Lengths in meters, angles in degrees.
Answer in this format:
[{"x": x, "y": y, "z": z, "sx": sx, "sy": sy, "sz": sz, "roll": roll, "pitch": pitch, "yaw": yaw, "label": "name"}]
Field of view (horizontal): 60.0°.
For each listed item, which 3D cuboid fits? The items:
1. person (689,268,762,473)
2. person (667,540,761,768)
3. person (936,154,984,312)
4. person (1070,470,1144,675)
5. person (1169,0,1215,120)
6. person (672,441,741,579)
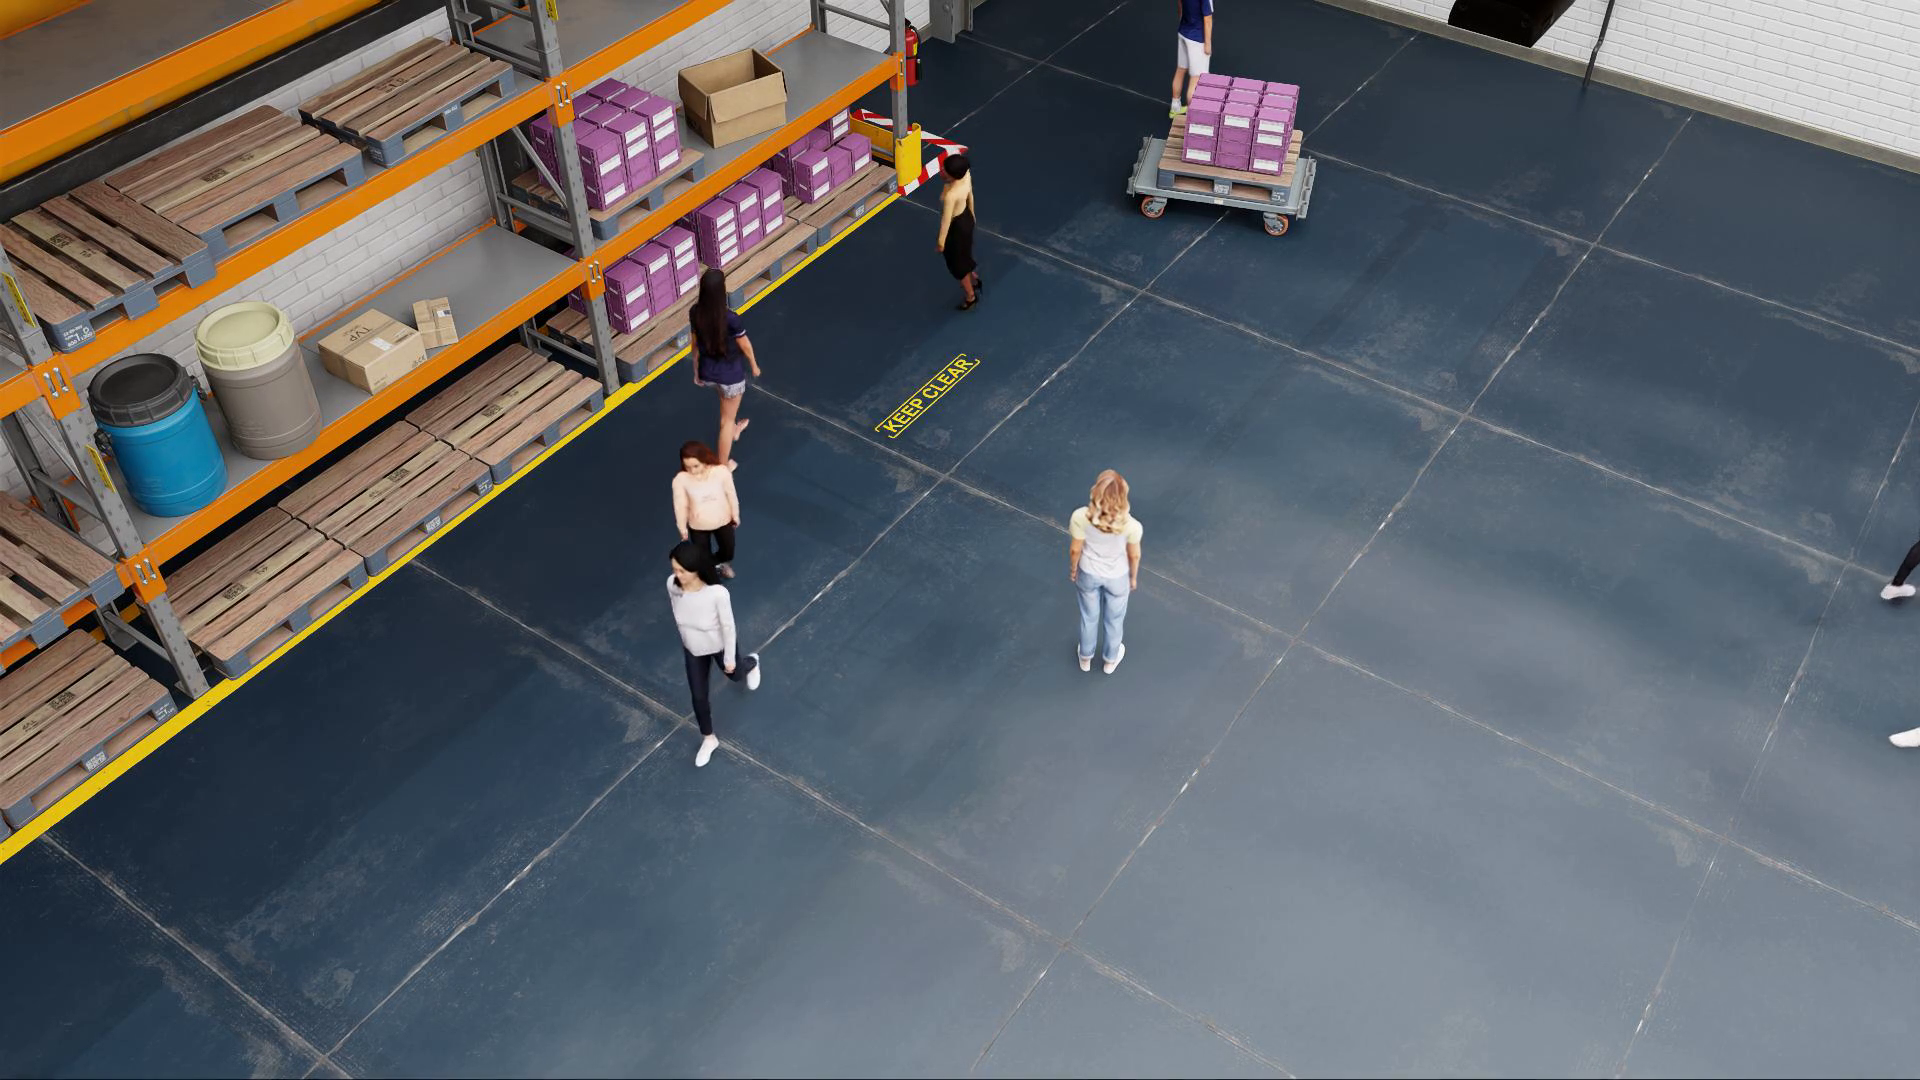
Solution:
[{"x": -1.795, "y": -1.164, "z": 12.288, "sx": 0.674, "sy": 1.742, "sz": 0.926, "roll": 19, "pitch": 47, "yaw": 19, "label": "person"}, {"x": -1.537, "y": 0.601, "z": 10.492, "sx": 0.862, "sy": 1.664, "sz": 1.177, "roll": 11, "pitch": 45, "yaw": 11, "label": "person"}, {"x": 0.016, "y": -2.559, "z": 13.845, "sx": 0.787, "sy": 1.613, "sz": 0.624, "roll": 22, "pitch": 48, "yaw": 21, "label": "person"}, {"x": 0.939, "y": 0.227, "z": 10.841, "sx": 0.702, "sy": 1.723, "sz": 0.691, "roll": 7, "pitch": 44, "yaw": 8, "label": "person"}, {"x": 2.273, "y": -4.899, "z": 16.138, "sx": 0.714, "sy": 1.838, "sz": 0.719, "roll": -19, "pitch": 47, "yaw": -19, "label": "person"}, {"x": -1.717, "y": -0.136, "z": 11.411, "sx": 0.732, "sy": 1.463, "sz": 0.796, "roll": -17, "pitch": 46, "yaw": -17, "label": "person"}]
